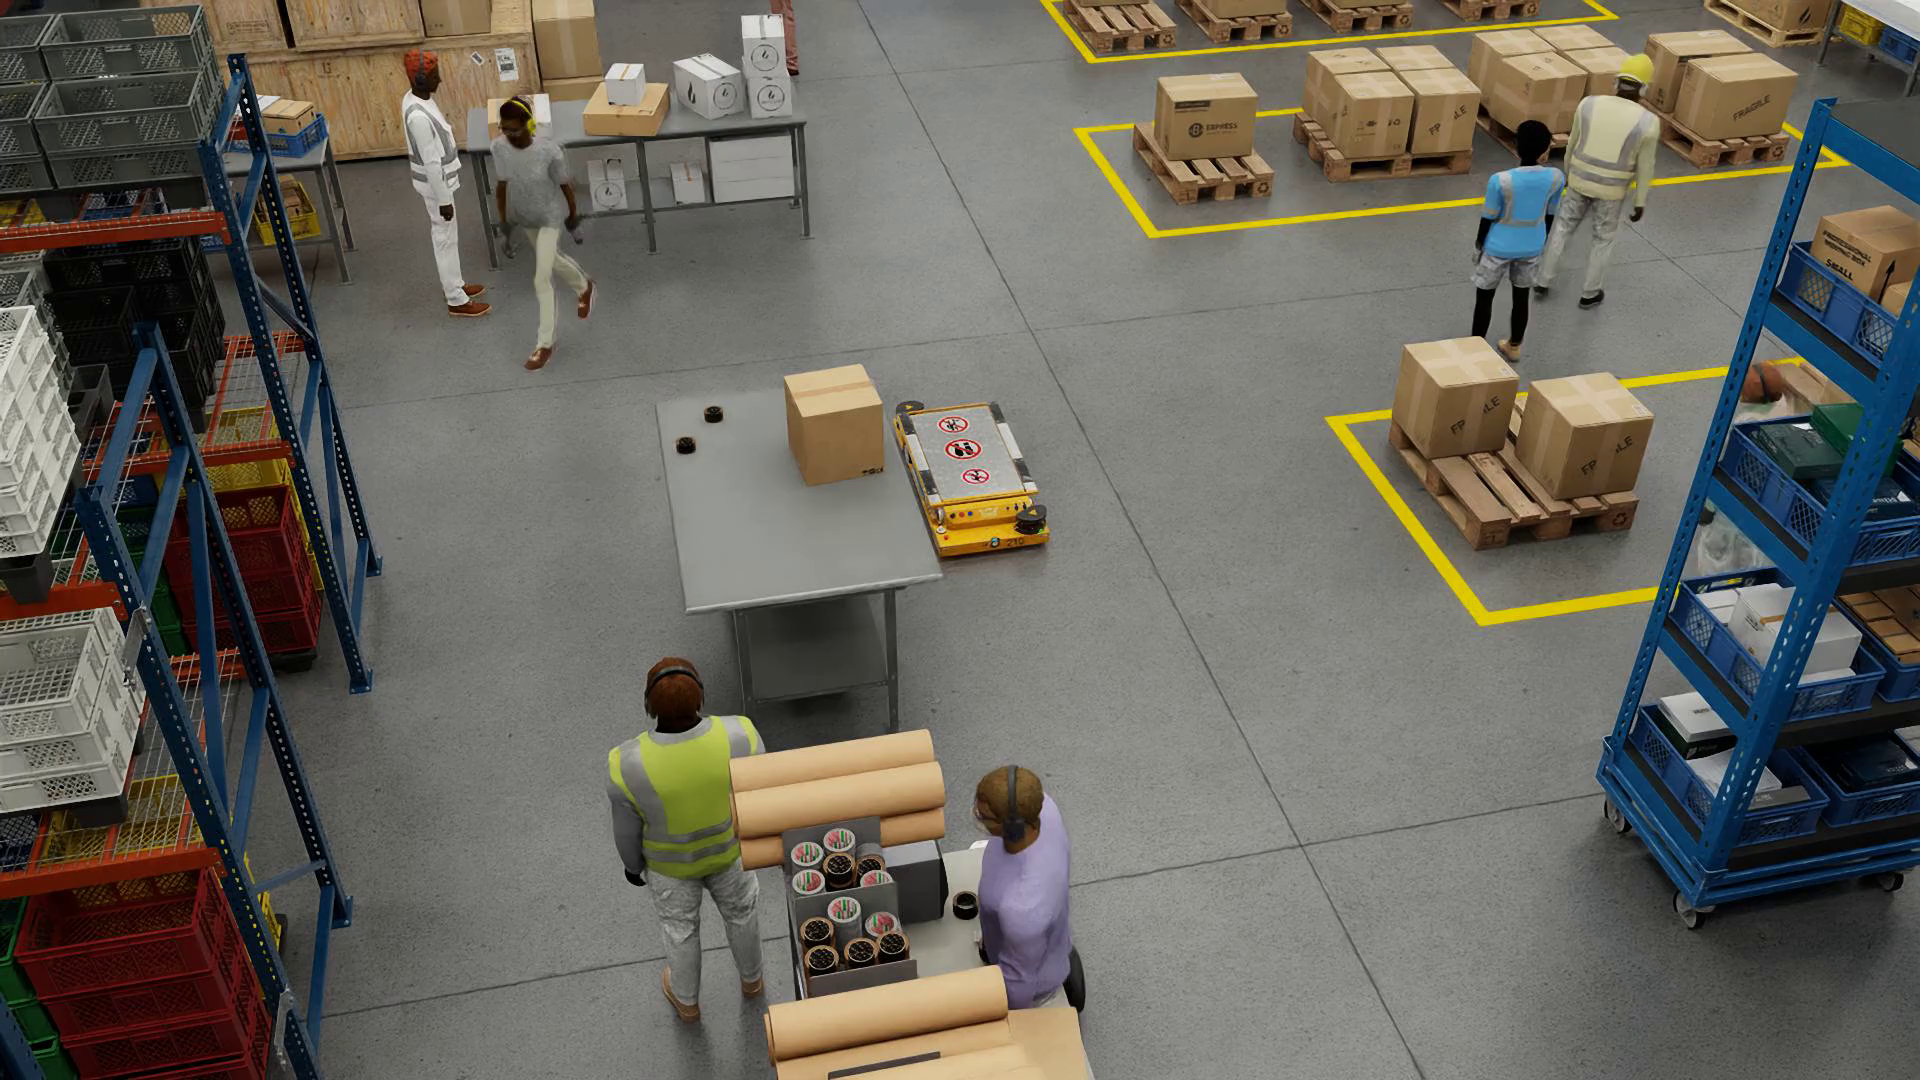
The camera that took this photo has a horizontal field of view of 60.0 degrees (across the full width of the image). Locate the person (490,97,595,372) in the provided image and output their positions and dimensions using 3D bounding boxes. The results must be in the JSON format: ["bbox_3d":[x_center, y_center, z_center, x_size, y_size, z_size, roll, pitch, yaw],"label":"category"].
[{"bbox_3d":[-2.778,-2.156,11.159,0.482,1.814,1.018,13,39,17],"label":"person"}]

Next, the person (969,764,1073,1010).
[{"bbox_3d":[0.219,1.547,6.075,0.375,1.932,0.628,4,37,5],"label":"person"}]

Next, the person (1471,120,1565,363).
[{"bbox_3d":[3.638,-1.933,10.950,0.538,1.691,0.320,-5,37,-6],"label":"person"}]

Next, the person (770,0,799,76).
[{"bbox_3d":[-1.684,-5.201,15.173,0.401,1.900,0.647,-5,37,-7],"label":"person"}]

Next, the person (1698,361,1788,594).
[{"bbox_3d":[4.140,-0.263,8.769,0.666,1.606,0.373,-29,45,-33],"label":"person"}]

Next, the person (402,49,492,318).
[{"bbox_3d":[-3.587,-2.452,11.483,0.356,1.887,0.573,-11,38,-15],"label":"person"}]

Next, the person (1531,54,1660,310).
[{"bbox_3d":[4.460,-2.464,11.564,0.655,1.810,0.485,24,43,29],"label":"person"}]

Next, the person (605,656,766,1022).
[{"bbox_3d":[-1.057,1.198,6.615,0.626,1.844,0.429,-15,39,-19],"label":"person"}]

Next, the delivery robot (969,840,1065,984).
[{"bbox_3d":[0.234,1.591,7.081,0.477,0.478,0.707,-5,37,-6],"label":"delivery robot"}]

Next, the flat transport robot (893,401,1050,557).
[{"bbox_3d":[0.046,-0.430,10.108,0.652,0.197,1.431,-8,37,-10],"label":"flat transport robot"}]
